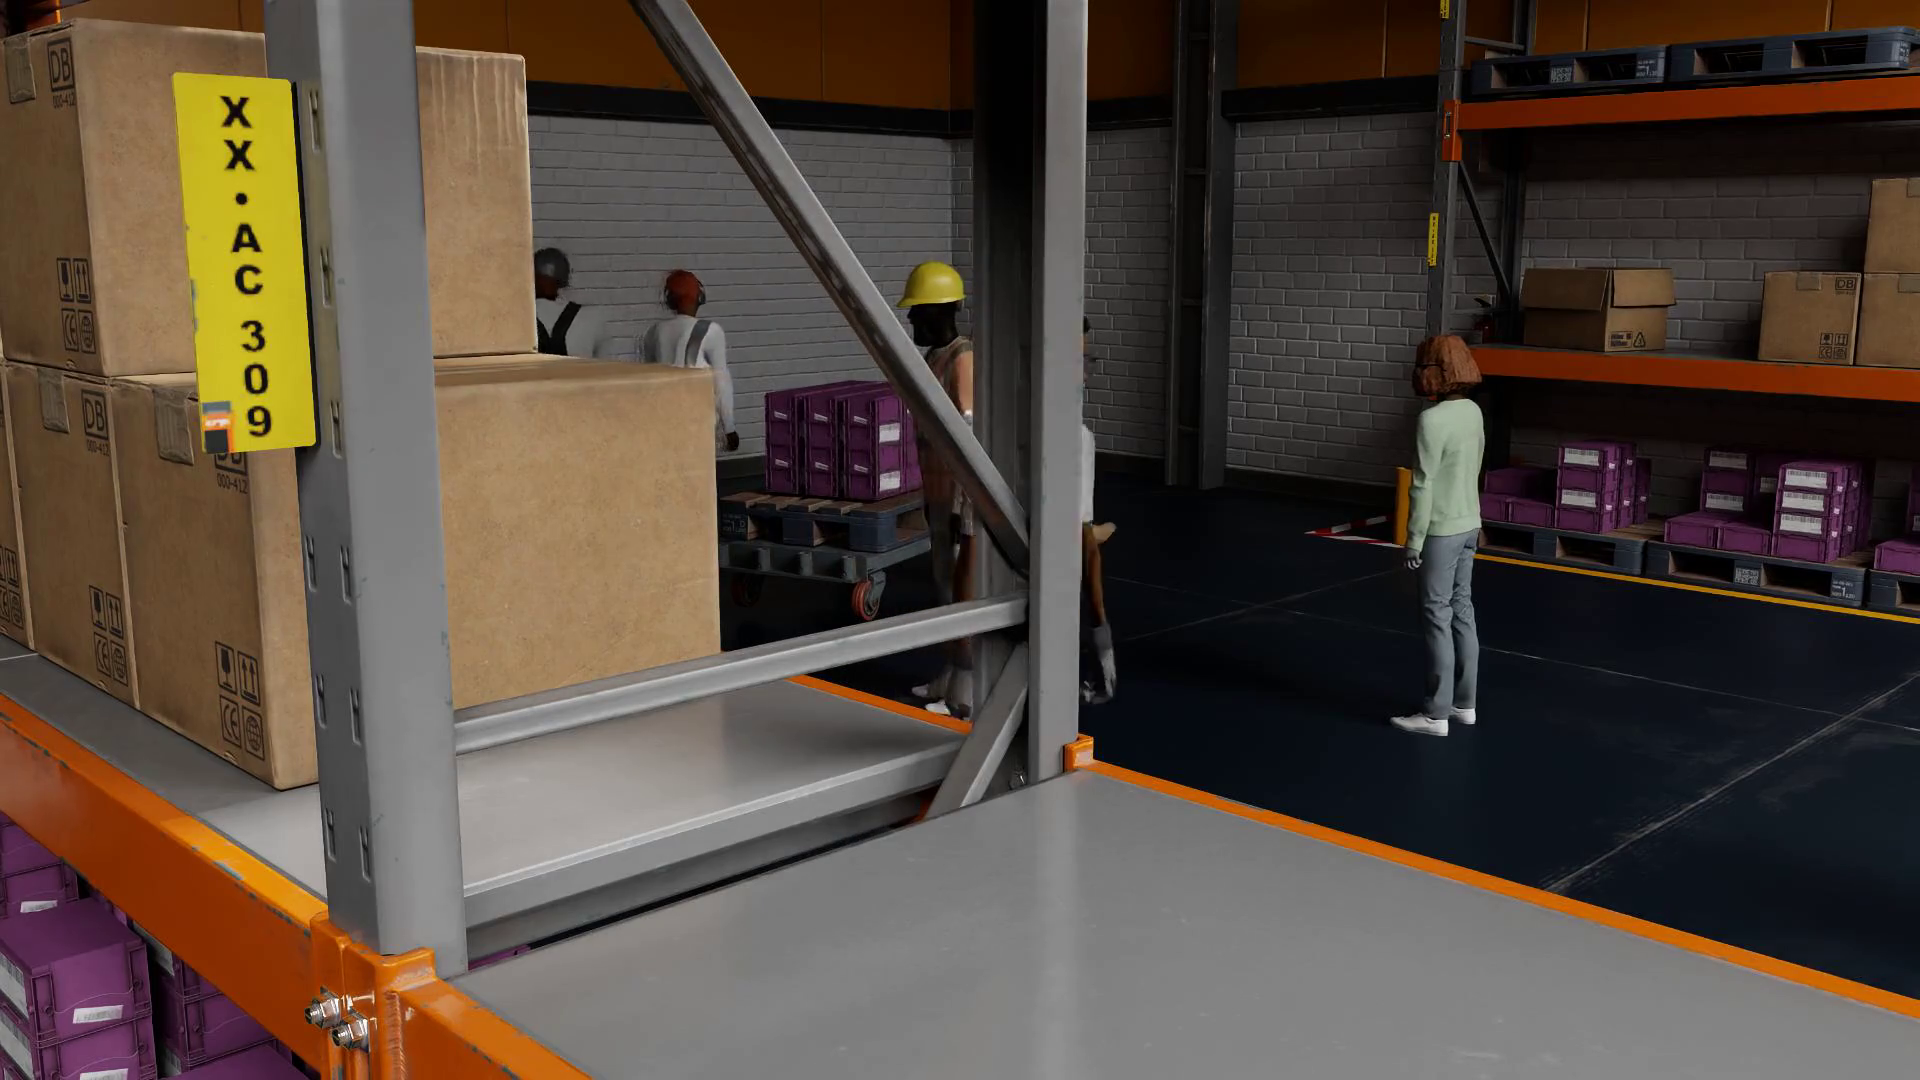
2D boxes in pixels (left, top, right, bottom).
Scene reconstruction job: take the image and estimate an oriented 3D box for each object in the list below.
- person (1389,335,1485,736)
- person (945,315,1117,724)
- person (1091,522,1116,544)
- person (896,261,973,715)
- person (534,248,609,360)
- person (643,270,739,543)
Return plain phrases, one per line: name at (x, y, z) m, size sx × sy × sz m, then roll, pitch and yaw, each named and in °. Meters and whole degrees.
person at (1.971, -0.019, 6.789) m, size 0.286 × 1.623 × 0.494 m, roll 9°, pitch 13°, yaw 39°
person at (0.217, 0.299, 4.415) m, size 0.400 × 1.855 × 0.561 m, roll 8°, pitch 13°, yaw 39°
person at (0.522, -0.811, 10.627) m, size 0.952 × 1.791 × 0.660 m, roll 0°, pitch 10°, yaw 1°
person at (-0.062, -0.214, 7.068) m, size 0.415 × 1.918 × 0.581 m, roll -3°, pitch 11°, yaw -18°
person at (-2.355, -0.737, 9.563) m, size 0.680 × 2.000 × 1.022 m, roll -4°, pitch 11°, yaw -23°
person at (-1.657, -0.673, 9.813) m, size 0.552 × 1.833 × 1.000 m, roll 8°, pitch 13°, yaw 36°
